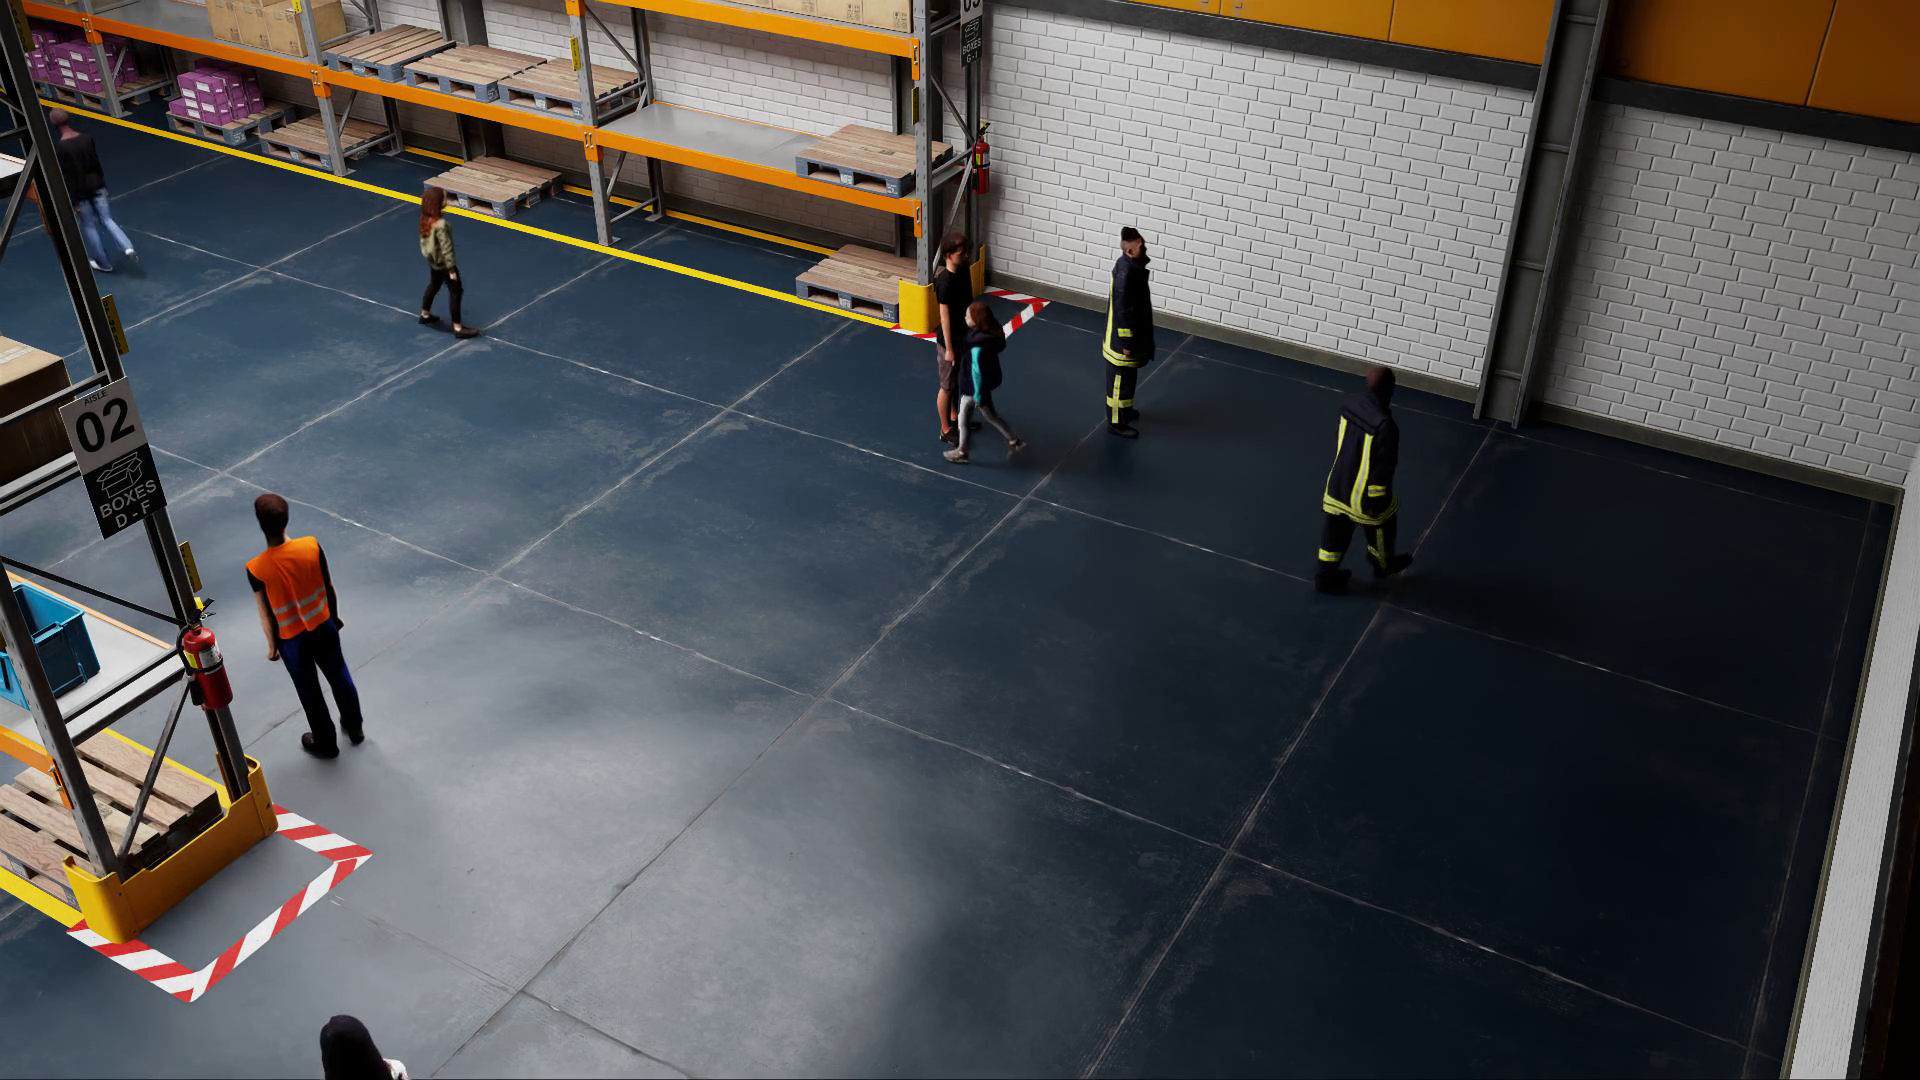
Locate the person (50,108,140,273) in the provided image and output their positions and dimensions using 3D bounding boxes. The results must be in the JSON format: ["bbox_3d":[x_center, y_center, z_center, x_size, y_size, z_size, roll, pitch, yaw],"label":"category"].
[{"bbox_3d":[-8.724,-3.488,16.741,0.936,1.731,0.628,20,38,27],"label":"person"}]

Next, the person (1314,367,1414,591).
[{"bbox_3d":[2.843,-0.407,12.046,1.130,1.798,1.132,-16,37,-23],"label":"person"}]

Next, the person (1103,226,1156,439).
[{"bbox_3d":[1.417,-1.798,14.081,0.839,1.862,0.861,5,34,7],"label":"person"}]

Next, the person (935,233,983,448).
[{"bbox_3d":[-0.050,-1.705,13.940,0.658,1.862,0.715,10,35,15],"label":"person"}]

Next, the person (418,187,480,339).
[{"bbox_3d":[-4.877,-2.618,15.671,0.923,1.466,0.750,-23,40,-31],"label":"person"}]

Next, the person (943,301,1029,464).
[{"bbox_3d":[0.220,-1.273,13.638,0.987,1.478,0.709,9,35,13],"label":"person"}]

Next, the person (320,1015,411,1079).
[{"bbox_3d":[-2.488,2.807,7.250,0.868,1.754,0.958,-12,35,-17],"label":"person"}]

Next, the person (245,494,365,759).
[{"bbox_3d":[-4.147,0.553,10.521,0.701,1.886,0.731,26,42,34],"label":"person"}]
